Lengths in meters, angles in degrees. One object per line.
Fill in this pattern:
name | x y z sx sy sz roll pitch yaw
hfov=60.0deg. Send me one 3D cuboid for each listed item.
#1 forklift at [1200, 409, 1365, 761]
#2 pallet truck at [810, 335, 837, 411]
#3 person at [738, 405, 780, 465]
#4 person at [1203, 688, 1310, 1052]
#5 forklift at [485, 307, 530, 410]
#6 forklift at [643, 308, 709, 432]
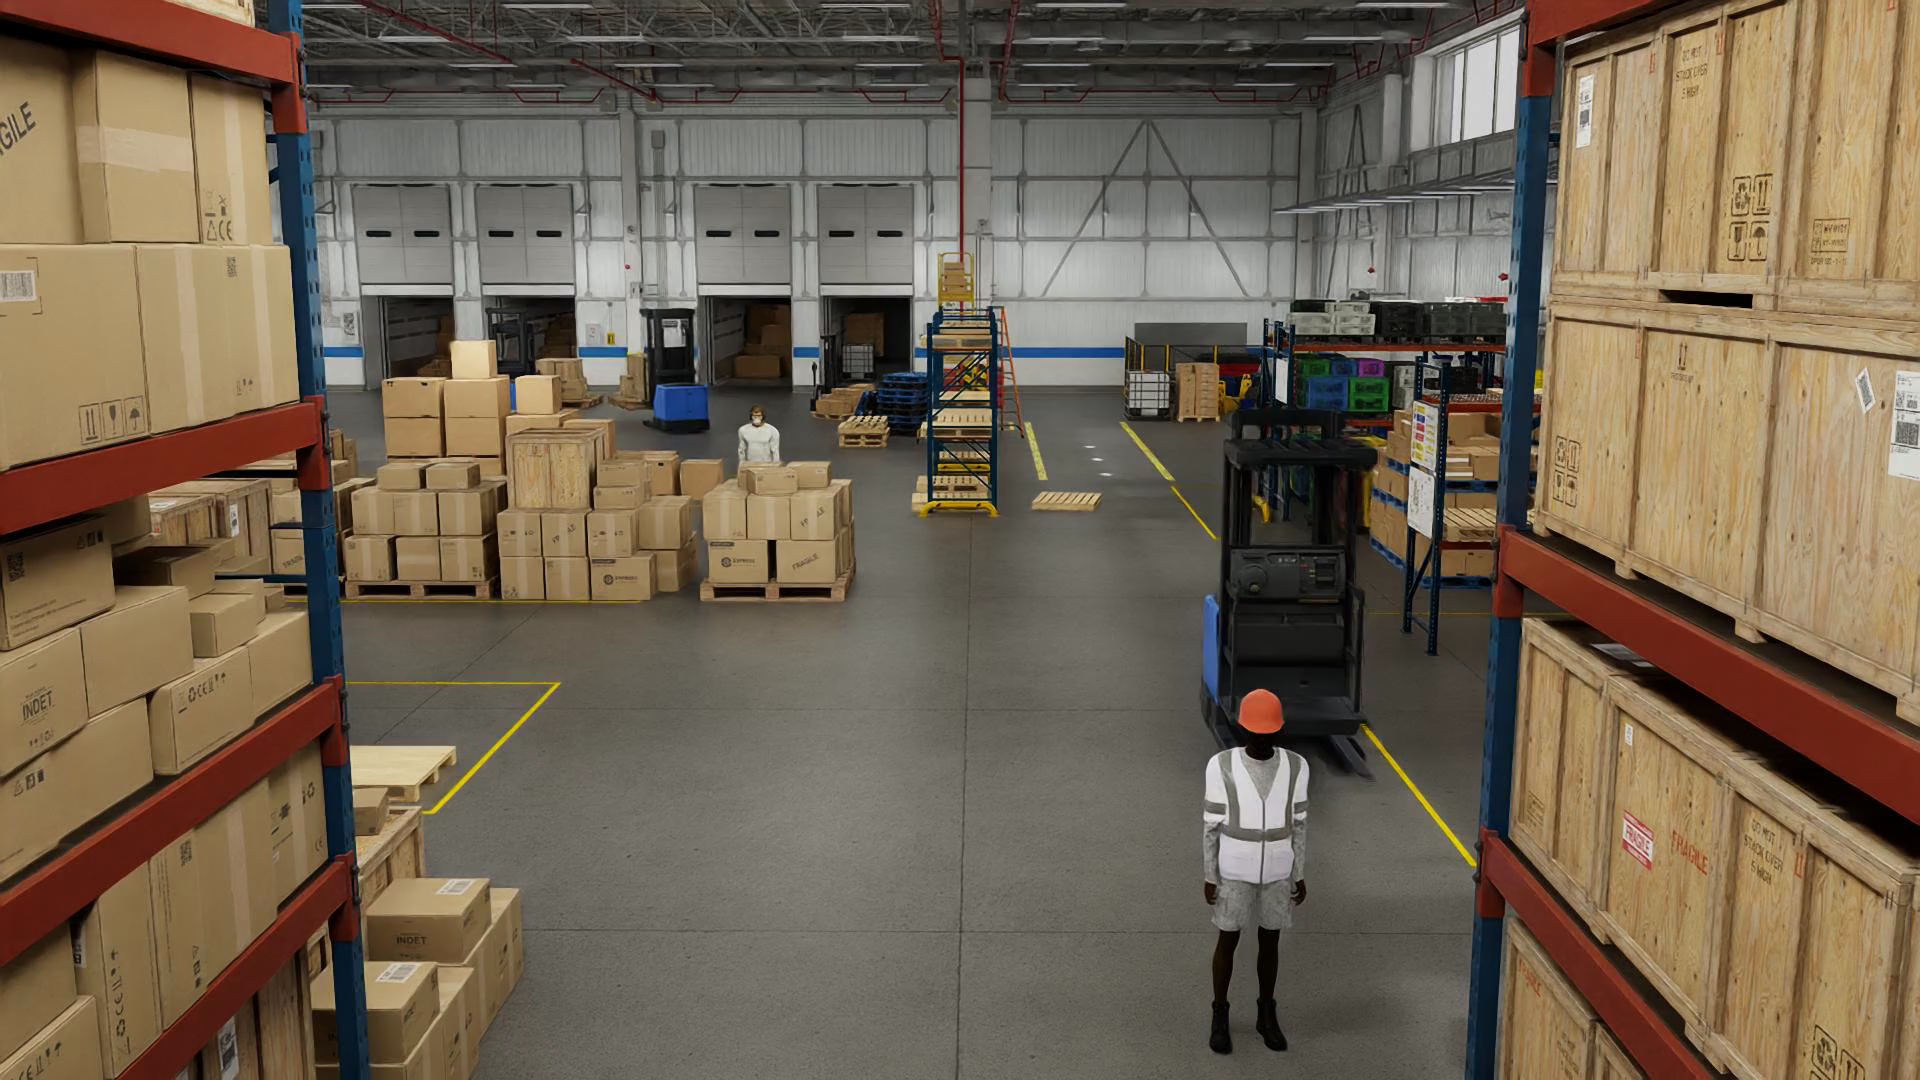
forklift | 2.690 0.295 14.000 1.129 2.768 1.873 0 10 1
pallet truck | -3.021 -4.312 43.126 1.885 1.965 0.823 3 10 17
person | -2.937 -1.014 24.323 0.623 1.932 0.373 2 10 11
person | 1.533 1.703 8.591 0.549 1.936 0.377 -1 10 -4
forklift | -10.753 -4.150 39.645 1.129 2.768 1.873 0 10 1
forklift | -6.623 -3.980 38.665 1.129 2.768 1.873 -5 11 -25
